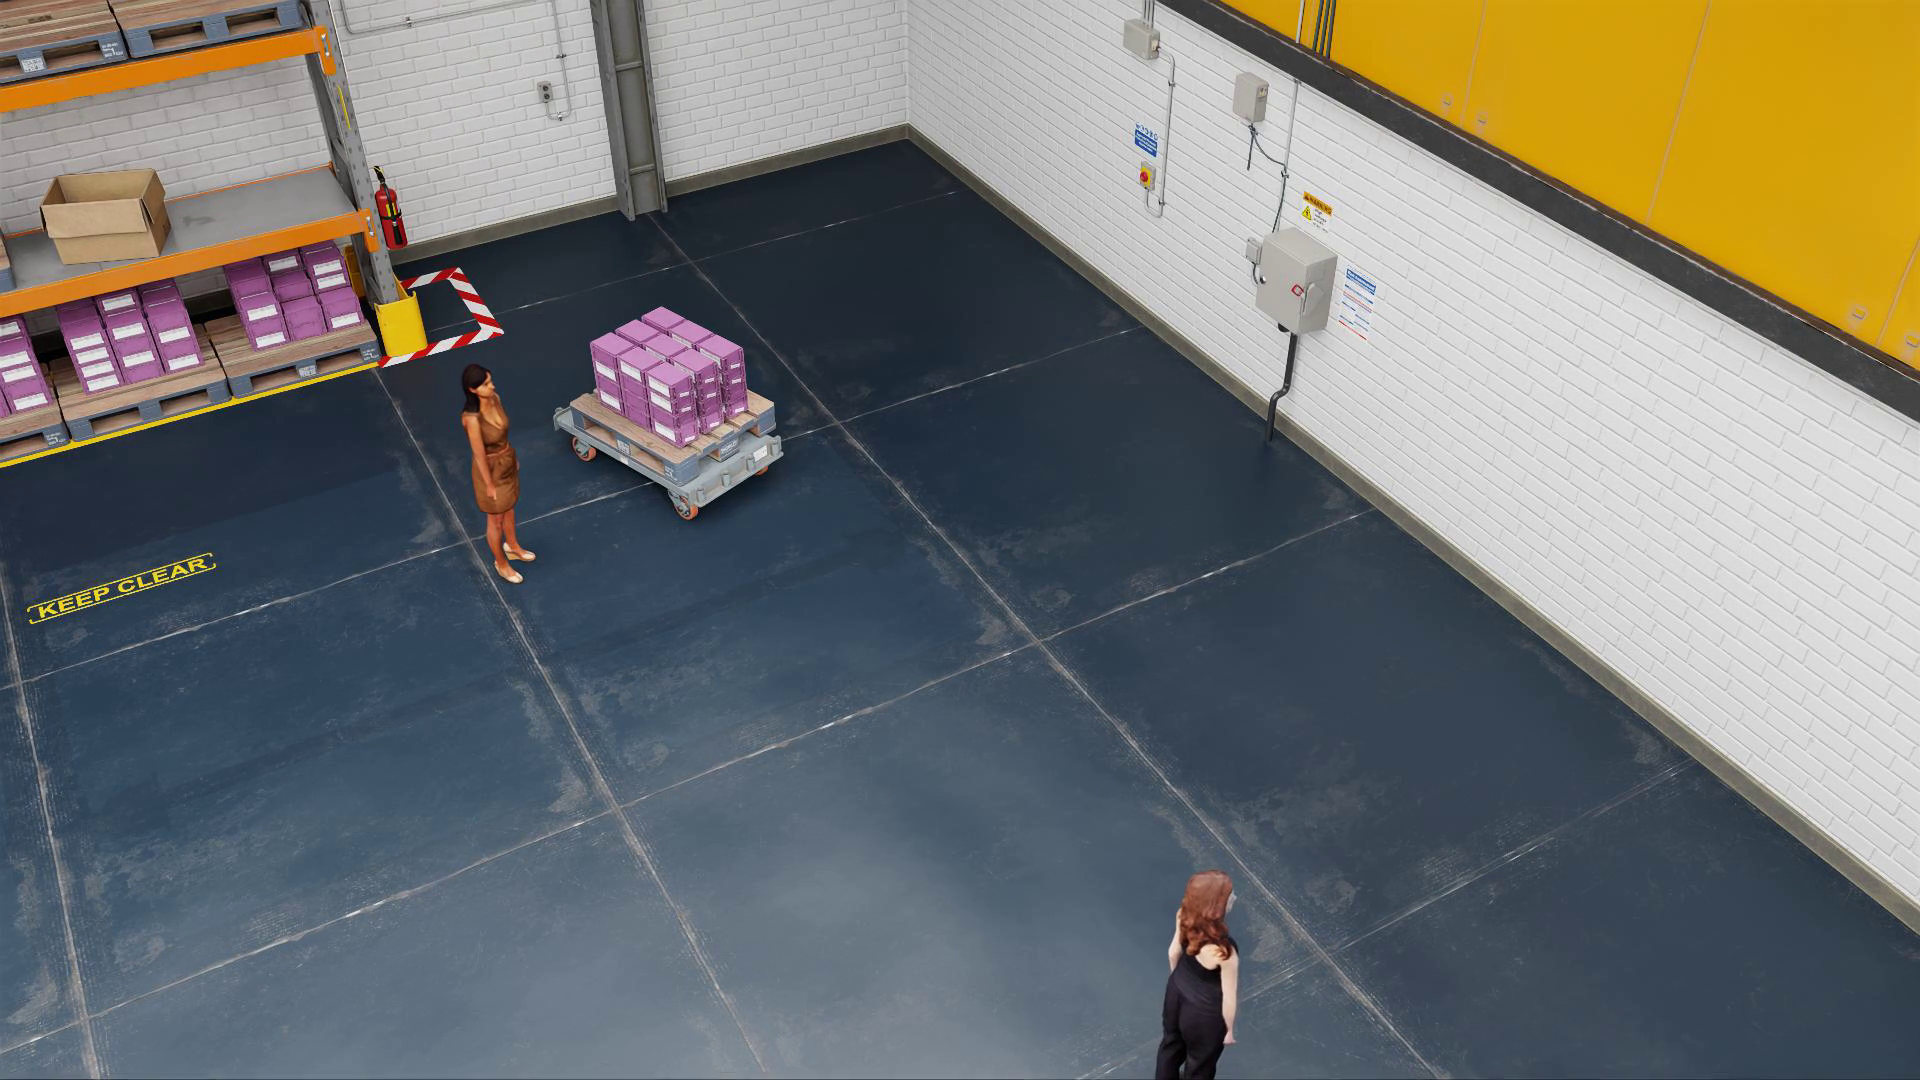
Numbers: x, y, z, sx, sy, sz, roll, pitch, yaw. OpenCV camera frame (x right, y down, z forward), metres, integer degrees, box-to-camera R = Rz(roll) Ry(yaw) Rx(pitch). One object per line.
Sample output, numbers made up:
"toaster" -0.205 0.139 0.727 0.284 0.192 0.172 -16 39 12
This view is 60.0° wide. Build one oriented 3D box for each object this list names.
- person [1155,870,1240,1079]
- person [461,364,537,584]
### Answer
"person" 1.118 2.205 7.924 0.543 1.743 0.593 -25 45 -27
"person" -3.161 -0.466 11.311 0.689 1.690 0.643 7 39 8
